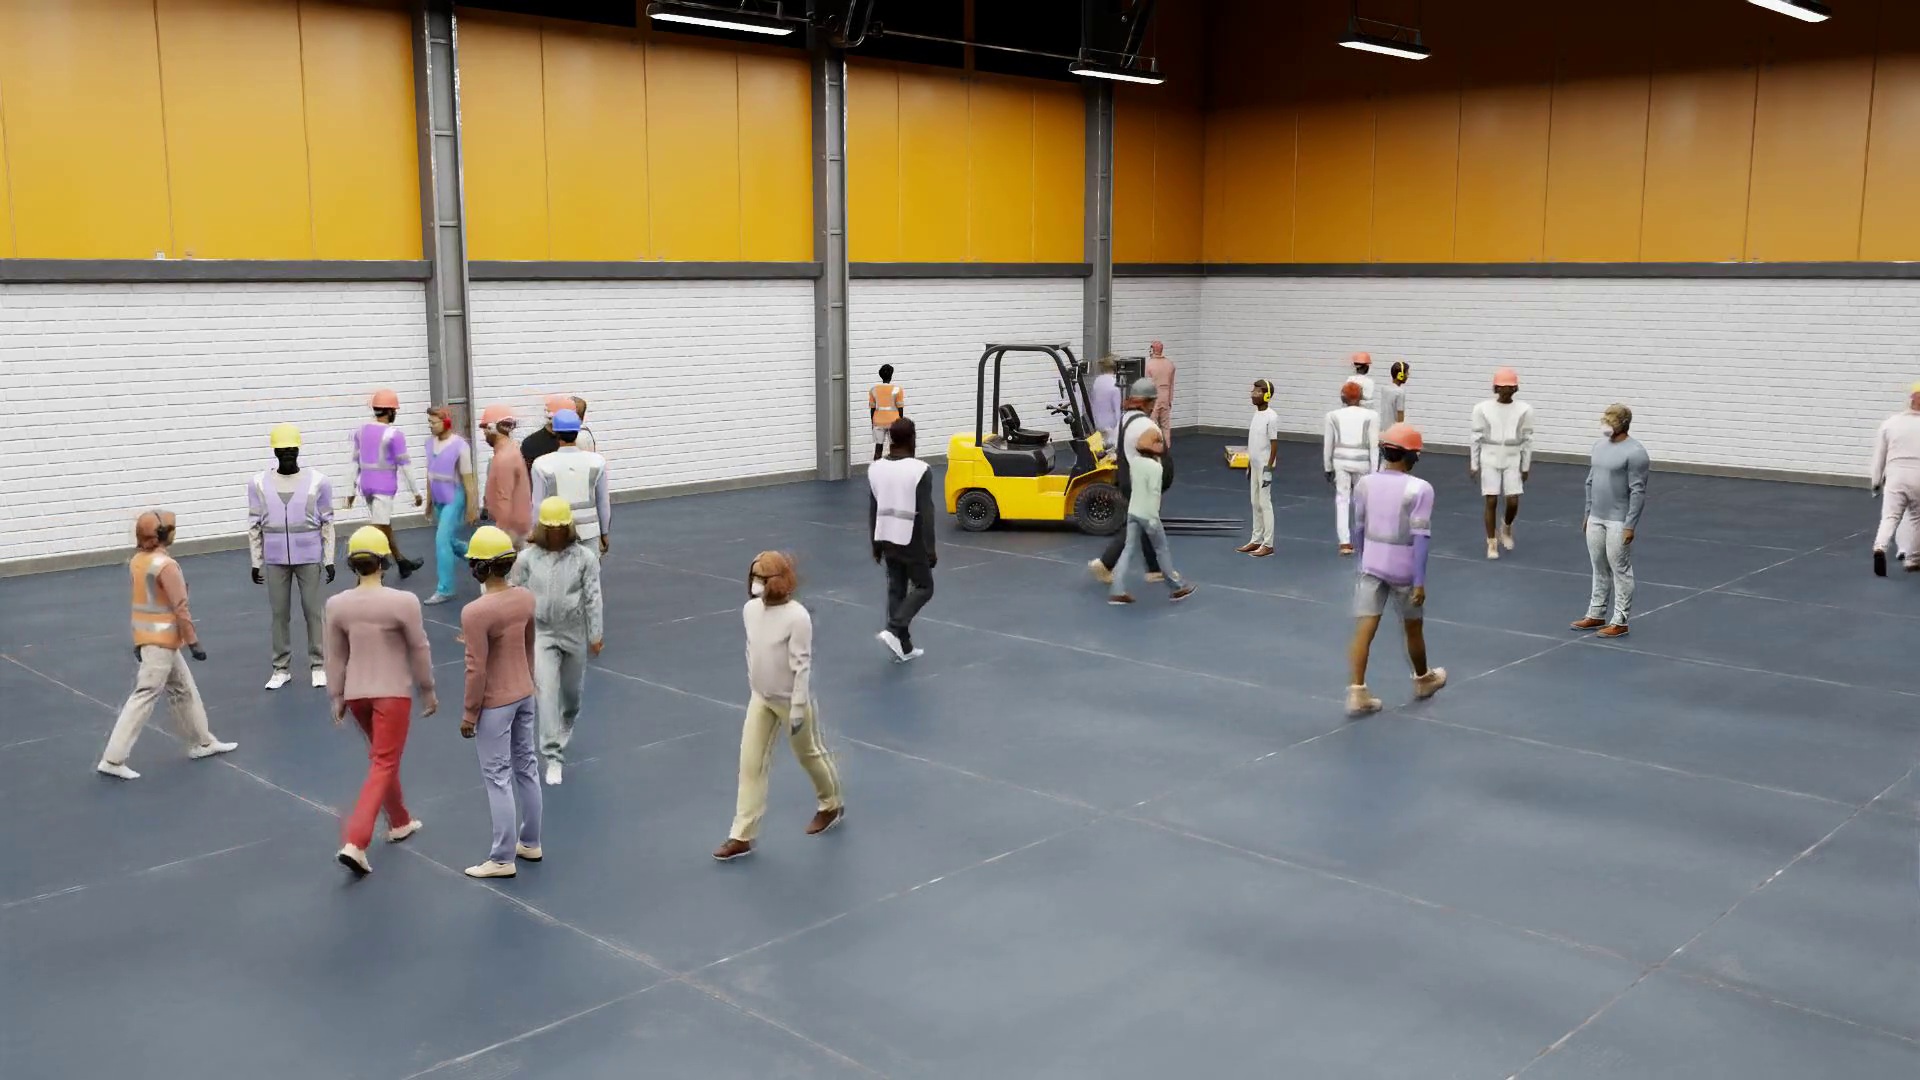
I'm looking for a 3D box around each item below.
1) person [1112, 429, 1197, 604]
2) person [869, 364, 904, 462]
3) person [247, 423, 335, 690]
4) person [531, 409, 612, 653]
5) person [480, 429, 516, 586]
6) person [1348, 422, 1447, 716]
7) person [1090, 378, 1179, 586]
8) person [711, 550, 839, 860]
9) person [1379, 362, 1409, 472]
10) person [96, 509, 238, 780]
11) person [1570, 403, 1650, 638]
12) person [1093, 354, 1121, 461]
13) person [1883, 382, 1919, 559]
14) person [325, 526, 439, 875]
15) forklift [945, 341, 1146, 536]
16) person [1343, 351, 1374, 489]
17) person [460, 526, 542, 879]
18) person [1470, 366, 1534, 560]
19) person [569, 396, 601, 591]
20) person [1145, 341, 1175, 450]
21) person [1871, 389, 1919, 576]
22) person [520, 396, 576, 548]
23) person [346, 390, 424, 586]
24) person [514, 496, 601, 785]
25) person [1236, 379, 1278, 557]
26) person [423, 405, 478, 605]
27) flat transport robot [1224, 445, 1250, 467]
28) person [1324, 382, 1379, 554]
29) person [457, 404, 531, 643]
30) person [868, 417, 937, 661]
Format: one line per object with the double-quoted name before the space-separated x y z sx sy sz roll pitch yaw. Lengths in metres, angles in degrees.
"person" 1.740 -0.211 15.083 0.852 1.582 0.512 -5 10 -28
"person" -1.035 -1.636 23.533 0.532 1.694 0.320 3 10 19
"person" -4.831 0.118 12.038 0.593 1.930 0.355 -2 9 -11
"person" -3.048 -0.056 13.054 0.614 1.945 0.395 -4 10 -24
"person" -4.280 -0.312 15.631 0.383 1.614 0.536 1 9 6
"person" 3.013 0.183 11.456 1.032 1.985 0.634 -9 13 -42
"person" 1.683 -0.568 15.904 0.912 2.000 0.685 -2 10 -14
"person" -0.940 0.833 8.711 0.503 1.590 0.864 7 12 37
"person" 5.547 -1.348 21.276 0.344 1.853 0.531 -2 10 -15
"person" -4.841 0.615 10.006 0.861 1.600 0.506 -9 13 -43
"person" 5.381 -0.164 13.740 0.372 1.940 0.631 -3 10 -18
"person" 1.923 -1.489 21.895 0.607 1.926 0.639 -5 11 -30
"person" 10.052 -0.735 17.515 0.597 1.874 1.029 5 11 29
"person" -3.003 0.799 8.492 0.528 1.730 0.857 2 10 14
"forklift" 0.977 -1.223 19.452 2.313 2.155 1.214 2 9 11
"person" 5.439 -1.630 22.783 0.526 1.922 0.569 -5 10 -28
"person" -2.311 0.806 8.323 0.315 1.769 0.525 3 10 20
"person" 5.663 -0.807 17.425 0.626 2.030 0.512 2 10 13
"person" -3.583 -0.437 15.701 0.339 1.845 0.507 -2 10 -15
"person" 3.079 -2.184 26.227 0.643 1.910 0.400 -6 11 -33
"person" 9.398 -0.574 16.492 0.664 1.870 0.866 8 12 41
"person" -3.583 -0.269 14.373 0.654 1.936 0.761 7 12 37
"person" -5.508 -0.493 15.950 0.579 1.874 1.001 5 10 27
"person" -2.435 0.551 10.086 0.493 1.707 0.816 -3 10 -17
"person" 3.170 -0.763 17.611 0.328 1.877 0.513 -3 10 -15
"person" -4.624 -0.347 15.259 0.561 1.812 0.802 8 12 41
"flat transport robot" 4.488 -1.309 25.862 0.652 0.197 1.431 1 9 5
"person" 4.213 -0.789 17.912 0.596 1.822 1.021 3 10 20
"person" -3.678 -0.145 13.641 0.859 1.945 0.663 -2 10 -13
"person" -0.452 0.013 12.743 0.608 1.908 0.519 7 12 37
